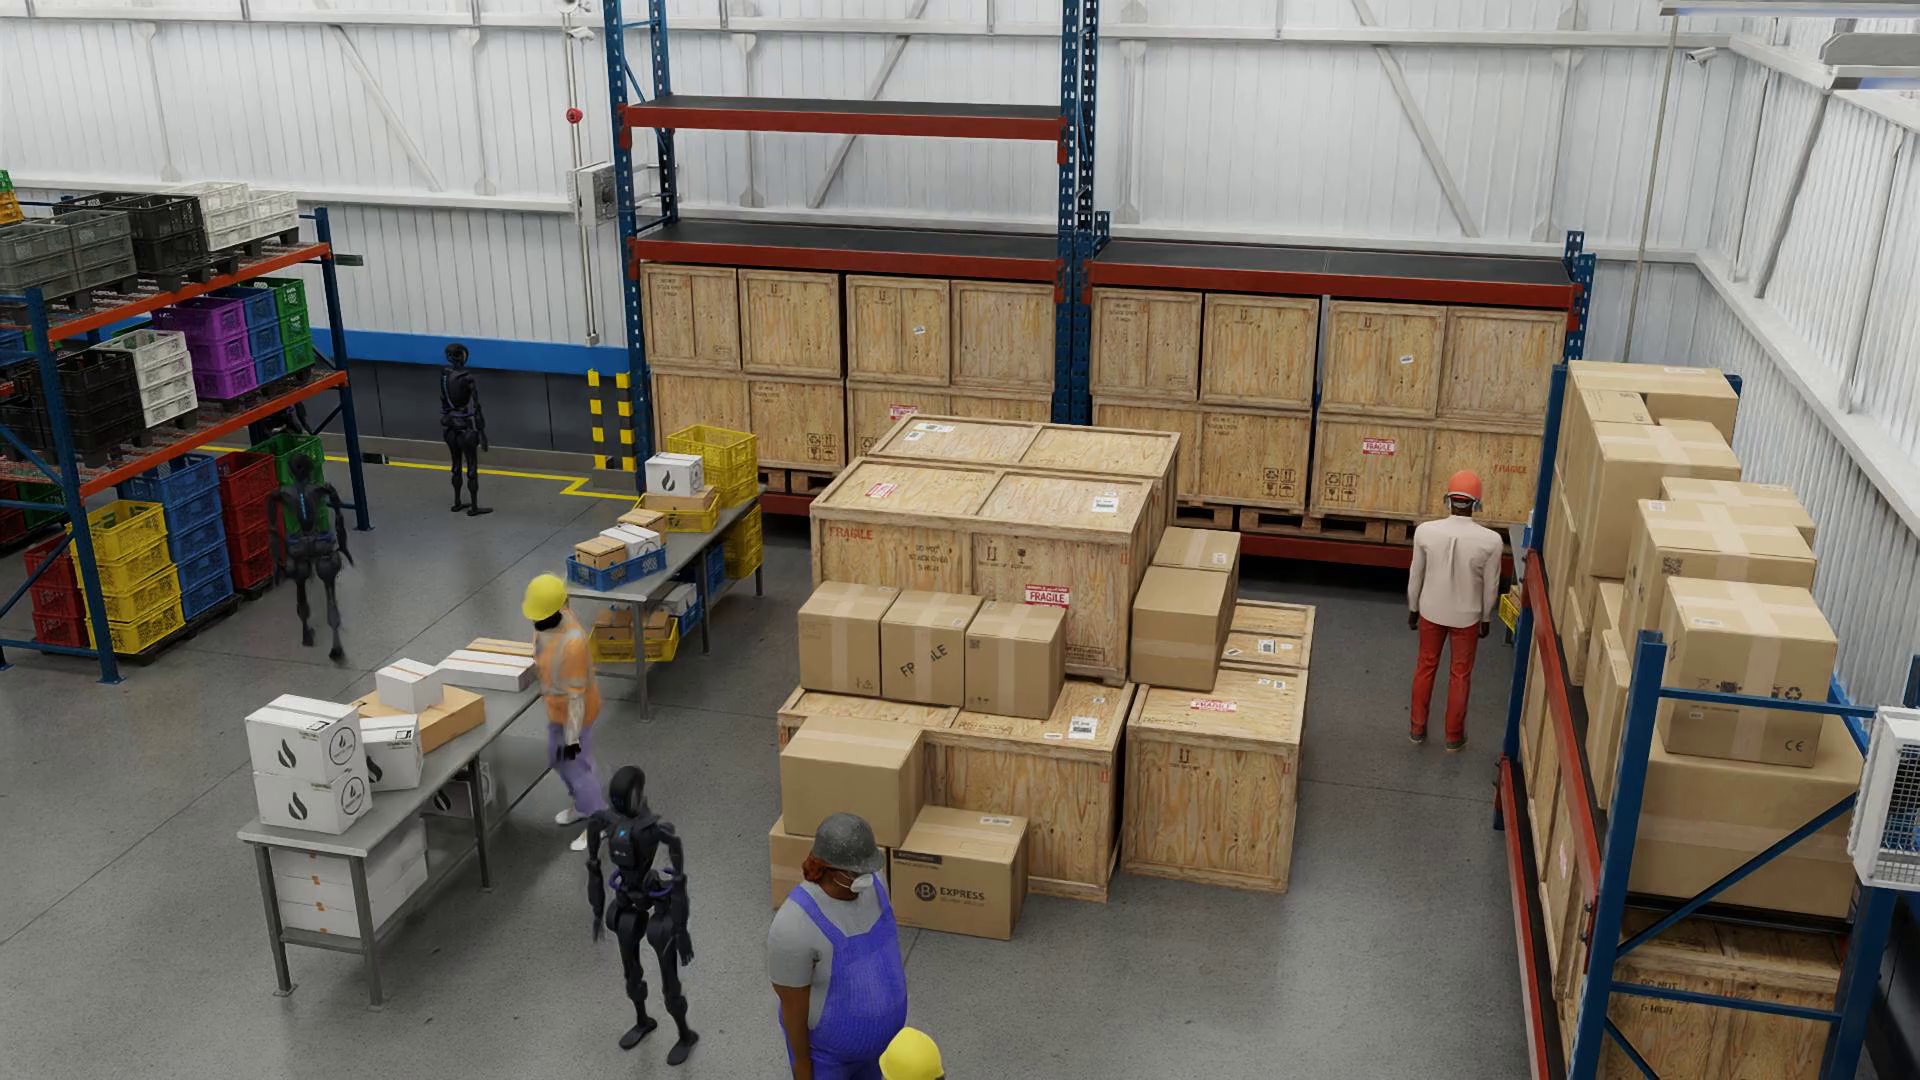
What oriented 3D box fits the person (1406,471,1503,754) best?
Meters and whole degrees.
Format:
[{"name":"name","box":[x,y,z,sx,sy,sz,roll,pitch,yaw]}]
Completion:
[{"name":"person","box":[3.366,0.486,11.394,0.605,1.977,0.430,12,24,29]}]

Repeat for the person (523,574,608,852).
[{"name":"person","box":[-2.388,1.039,10.069,0.481,1.879,0.629,-13,24,-30]}]

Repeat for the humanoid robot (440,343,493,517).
[{"name":"humanoid robot","box":[-4.742,-1.067,15.852,0.593,1.653,0.326,16,26,35]}]

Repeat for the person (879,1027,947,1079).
[{"name":"person","box":[-0.163,2.580,6.196,0.524,1.769,0.313,-18,28,-39]}]

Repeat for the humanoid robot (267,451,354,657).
[{"name":"humanoid robot","box":[-5.007,0.107,12.838,0.589,1.634,0.671,-7,22,-18]}]

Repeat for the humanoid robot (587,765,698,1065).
[{"name":"humanoid robot","box":[-1.568,1.842,8.251,0.575,1.646,0.350,7,22,18]}]

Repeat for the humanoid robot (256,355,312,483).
[{"name":"humanoid robot","box":[-6.477,-1.071,15.857,0.315,1.656,0.609,11,24,27]}]

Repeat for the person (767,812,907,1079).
[{"name":"person","box":[-0.474,2.065,7.164,0.536,2.000,0.682,16,26,35]}]
